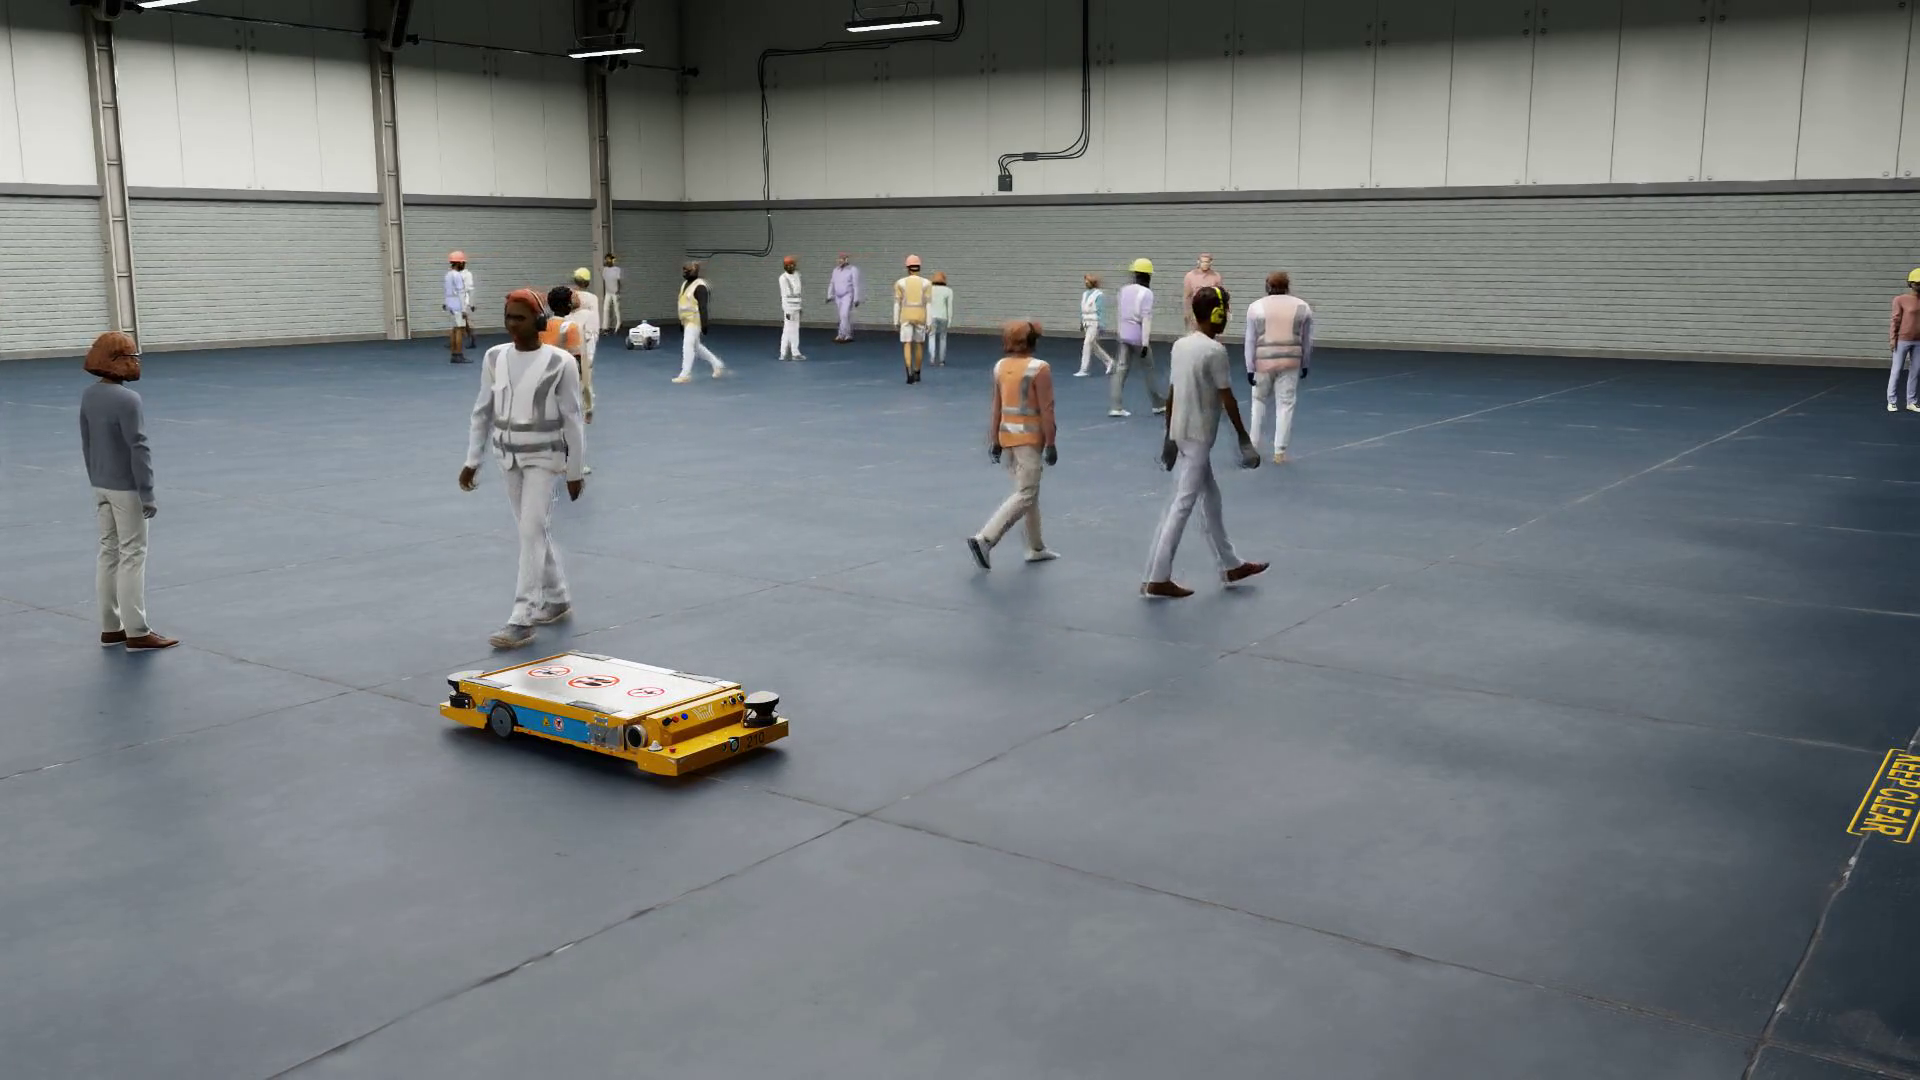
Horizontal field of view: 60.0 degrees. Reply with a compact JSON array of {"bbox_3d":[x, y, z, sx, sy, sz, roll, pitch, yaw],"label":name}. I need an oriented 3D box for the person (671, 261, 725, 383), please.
[{"bbox_3d":[-3.955,-3.279,25.006,0.844,1.819,0.631,-6,12,-29],"label":"person"}]

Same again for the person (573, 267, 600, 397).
[{"bbox_3d":[-5.069,-2.750,22.182,0.550,1.750,0.470,3,11,15],"label":"person"}]

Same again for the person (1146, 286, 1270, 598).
[{"bbox_3d":[1.505,-0.569,9.796,0.949,1.817,0.494,-3,11,-18],"label":"person"}]

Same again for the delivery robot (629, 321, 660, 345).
[{"bbox_3d":[-6.183,-4.055,32.602,0.477,0.478,0.707,3,11,18],"label":"delivery robot"}]

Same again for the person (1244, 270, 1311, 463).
[{"bbox_3d":[3.027,-1.662,15.942,0.633,1.817,0.770,1,10,5],"label":"person"}]

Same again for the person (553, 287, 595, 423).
[{"bbox_3d":[-4.358,-2.077,18.875,0.491,1.593,0.832,0,10,-2],"label":"person"}]

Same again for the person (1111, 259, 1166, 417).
[{"bbox_3d":[2.188,-2.428,20.014,0.961,1.878,0.611,-7,13,-36],"label":"person"}]

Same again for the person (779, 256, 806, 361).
[{"bbox_3d":[-2.963,-4.093,29.462,0.345,1.859,0.705,5,11,25],"label":"person"}]

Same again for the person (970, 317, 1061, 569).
[{"bbox_3d":[0.363,-0.616,10.636,0.747,1.614,0.520,-7,12,-34],"label":"person"}]

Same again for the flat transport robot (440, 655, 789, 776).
[{"bbox_3d":[-1.478,0.700,7.023,1.431,0.197,0.652,7,12,35],"label":"flat transport robot"}]

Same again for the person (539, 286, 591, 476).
[{"bbox_3d":[-3.573,-1.425,14.932,0.540,1.695,0.317,7,12,35],"label":"person"}]

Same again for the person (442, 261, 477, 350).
[{"bbox_3d":[-9.803,-4.661,32.552,0.546,1.888,1.013,4,11,23],"label":"person"}]

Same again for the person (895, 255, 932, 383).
[{"bbox_3d":[-0.693,-3.281,24.774,0.565,1.906,0.846,0,10,-3],"label":"person"}]

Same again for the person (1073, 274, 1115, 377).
[{"bbox_3d":[2.114,-3.373,26.089,0.739,1.609,0.522,-5,11,-24],"label":"person"}]

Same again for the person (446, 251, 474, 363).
[{"bbox_3d":[-8.692,-4.033,28.867,0.372,1.935,0.551,-8,13,-37],"label":"person"}]

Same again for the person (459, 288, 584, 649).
[{"bbox_3d":[-2.305,-0.396,8.781,0.582,1.845,0.852,5,11,24],"label":"person"}]

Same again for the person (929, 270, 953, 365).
[{"bbox_3d":[-0.371,-3.765,28.248,0.505,1.619,0.578,1,10,3],"label":"person"}]

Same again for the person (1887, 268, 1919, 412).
[{"bbox_3d":[11.742,-2.456,20.517,0.533,1.768,0.310,0,10,0],"label":"person"}]

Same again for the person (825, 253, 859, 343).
[{"bbox_3d":[-2.488,-5.040,34.706,0.660,1.871,0.924,8,13,39],"label":"person"}]

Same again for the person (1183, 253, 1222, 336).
[{"bbox_3d":[4.072,-3.848,27.923,0.651,1.906,0.407,0,10,1],"label":"person"}]

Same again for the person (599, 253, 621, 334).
[{"bbox_3d":[-7.975,-5.605,37.951,0.530,1.832,0.879,2,10,13],"label":"person"}]

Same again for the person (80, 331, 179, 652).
[{"bbox_3d":[-4.284,-0.247,8.515,0.507,1.631,0.266,7,12,35],"label":"person"}]
